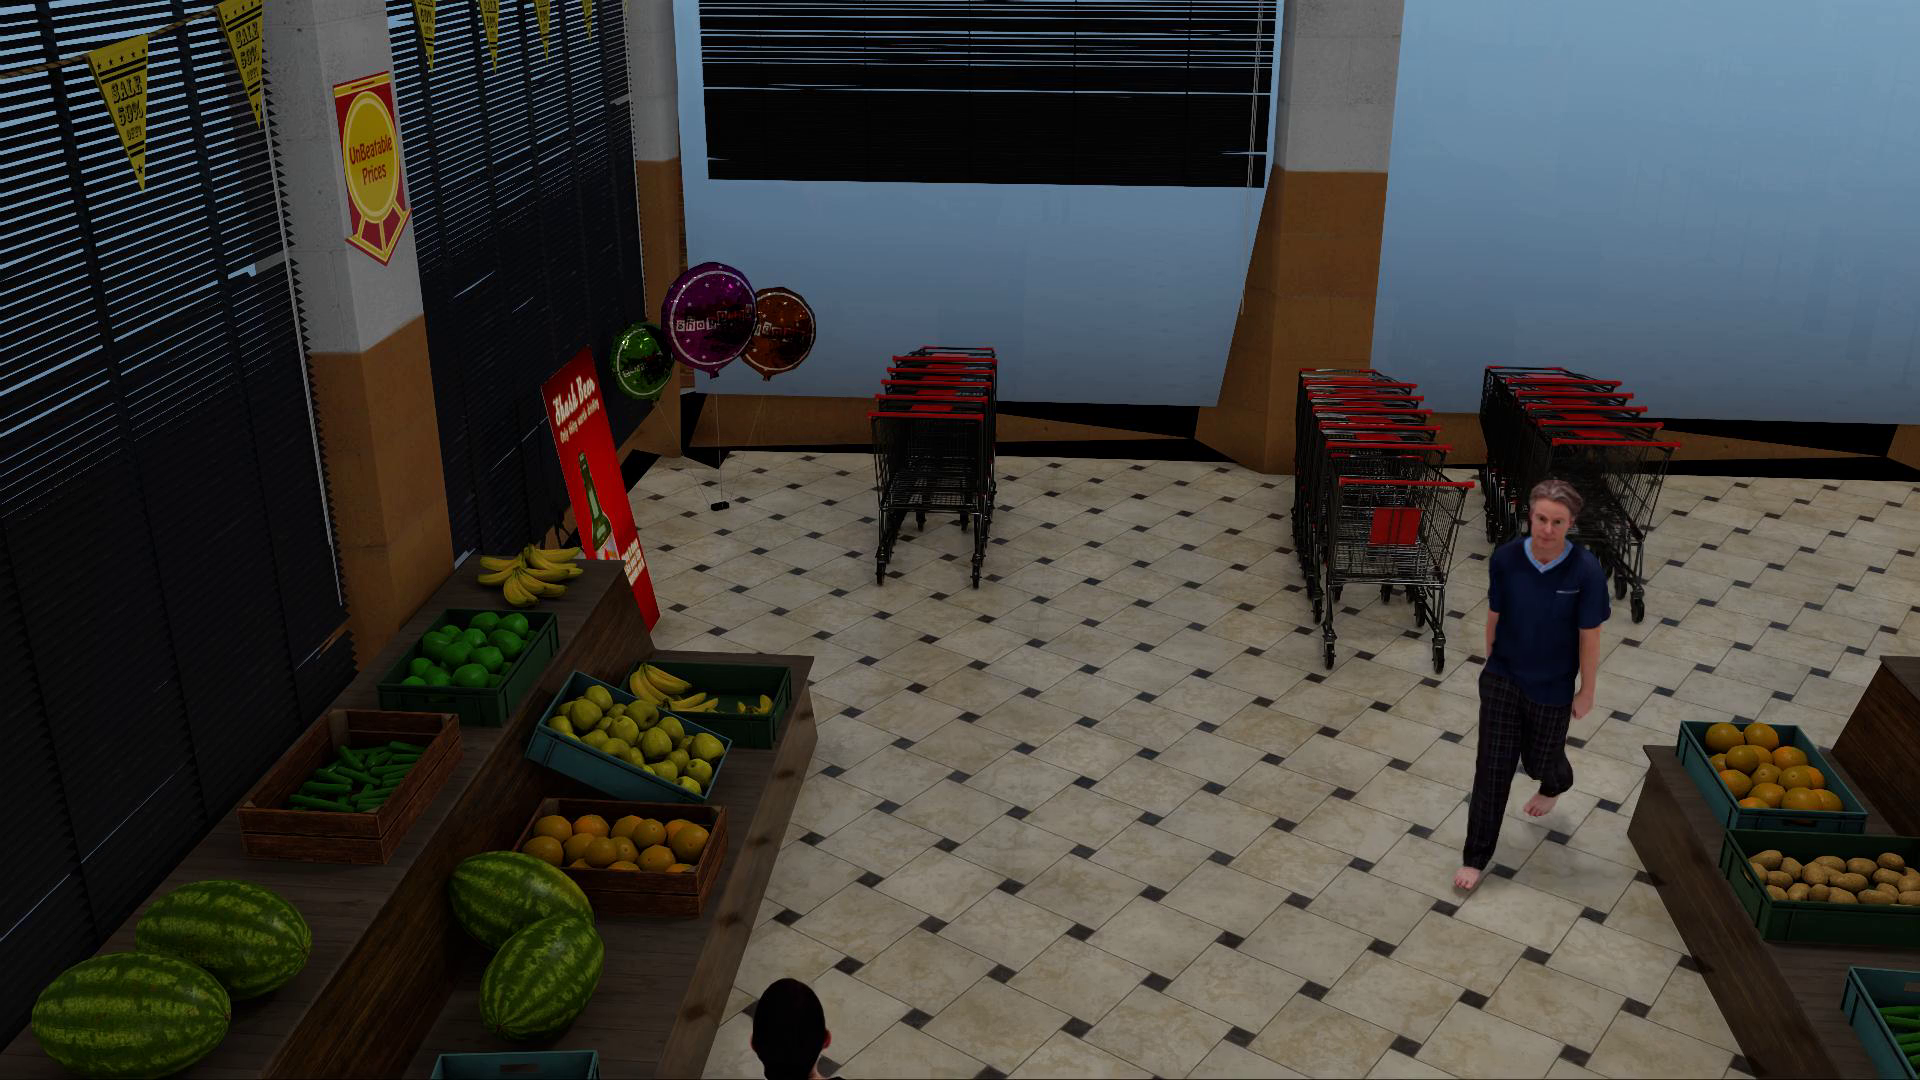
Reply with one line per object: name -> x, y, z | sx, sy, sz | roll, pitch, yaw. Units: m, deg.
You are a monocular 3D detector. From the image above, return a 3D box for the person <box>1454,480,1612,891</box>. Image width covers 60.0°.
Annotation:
person -> 2.497, 0.589, 7.205 | 0.991, 1.828, 1.226 | 13, 26, 30
